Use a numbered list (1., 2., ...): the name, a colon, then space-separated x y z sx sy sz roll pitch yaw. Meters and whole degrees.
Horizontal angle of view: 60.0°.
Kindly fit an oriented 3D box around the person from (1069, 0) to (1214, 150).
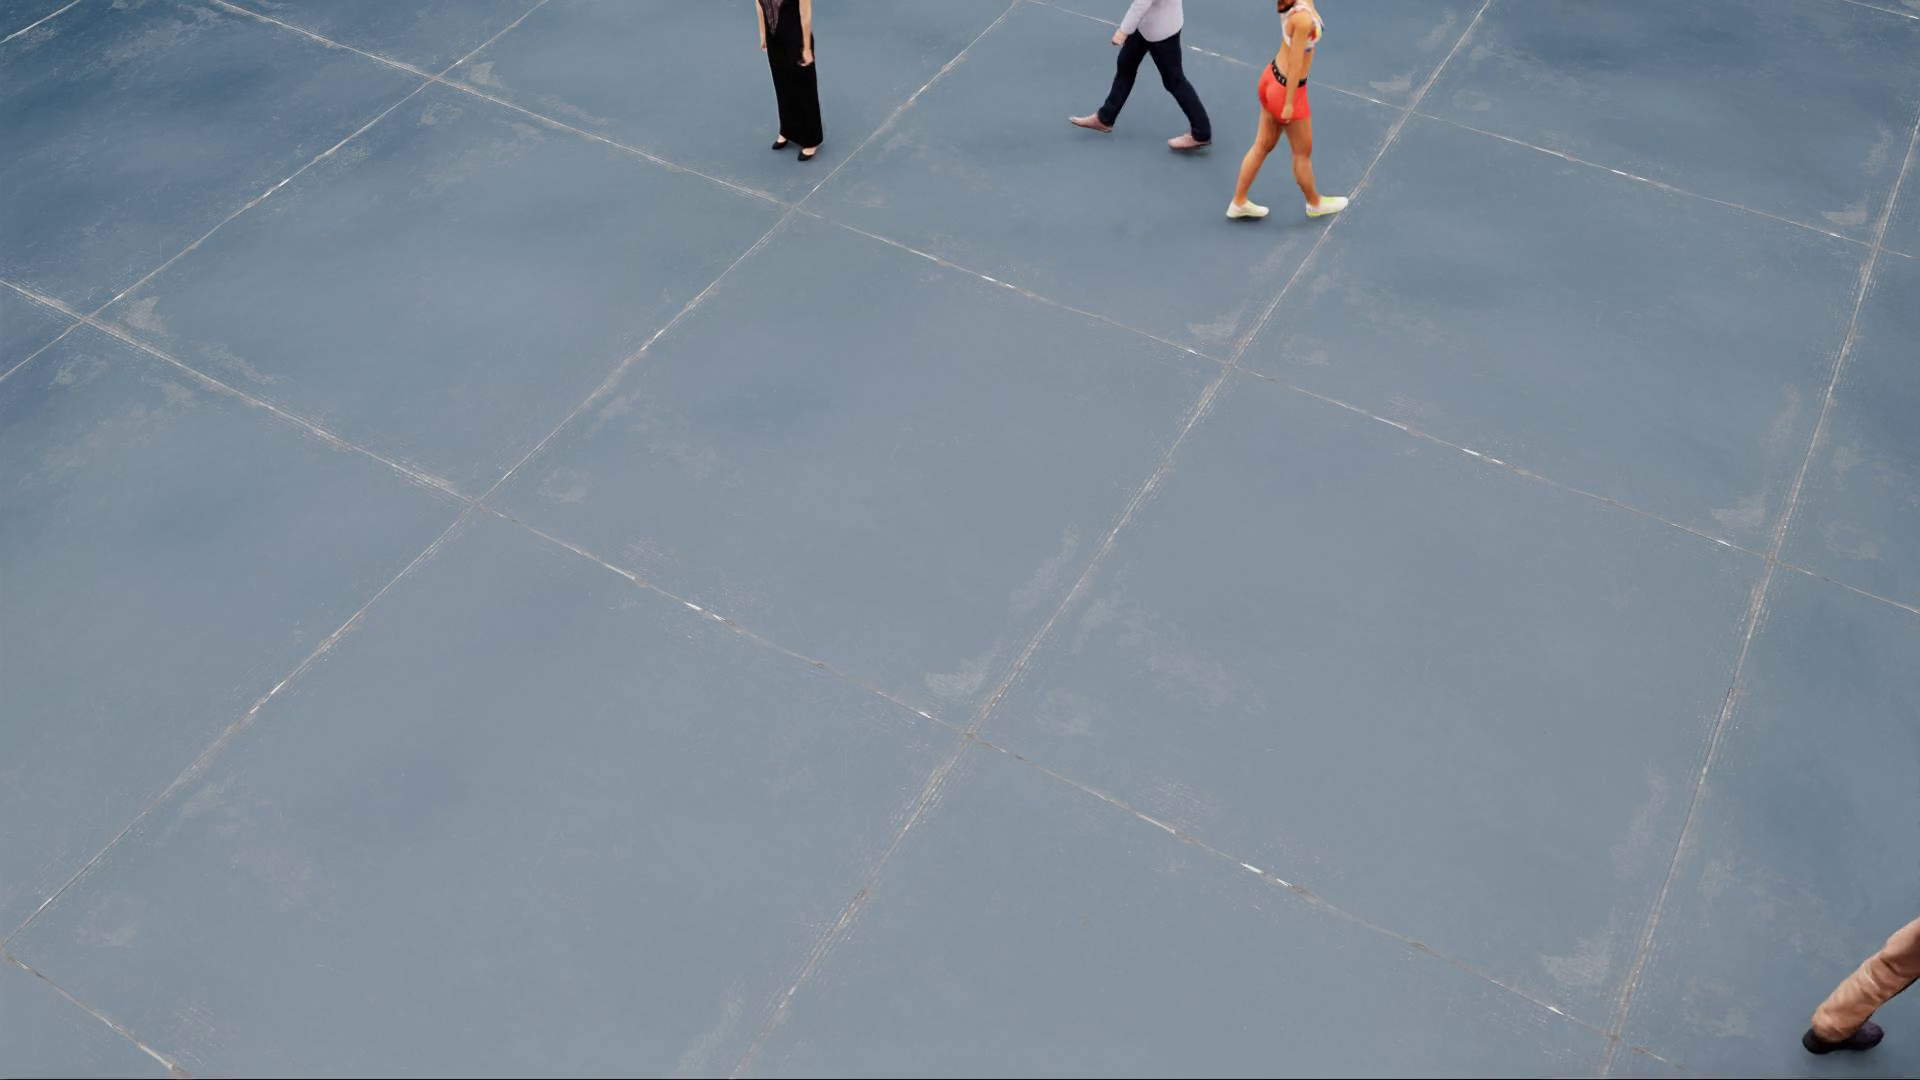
1. person: 1.314 -3.211 10.305 1.279 1.809 1.007 4 47 4

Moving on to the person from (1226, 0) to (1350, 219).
1. person: 1.844 -2.633 9.798 1.067 1.767 0.947 -4 47 -4

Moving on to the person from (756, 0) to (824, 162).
1. person: -1.054 -3.114 10.356 0.456 1.601 0.623 25 52 21
